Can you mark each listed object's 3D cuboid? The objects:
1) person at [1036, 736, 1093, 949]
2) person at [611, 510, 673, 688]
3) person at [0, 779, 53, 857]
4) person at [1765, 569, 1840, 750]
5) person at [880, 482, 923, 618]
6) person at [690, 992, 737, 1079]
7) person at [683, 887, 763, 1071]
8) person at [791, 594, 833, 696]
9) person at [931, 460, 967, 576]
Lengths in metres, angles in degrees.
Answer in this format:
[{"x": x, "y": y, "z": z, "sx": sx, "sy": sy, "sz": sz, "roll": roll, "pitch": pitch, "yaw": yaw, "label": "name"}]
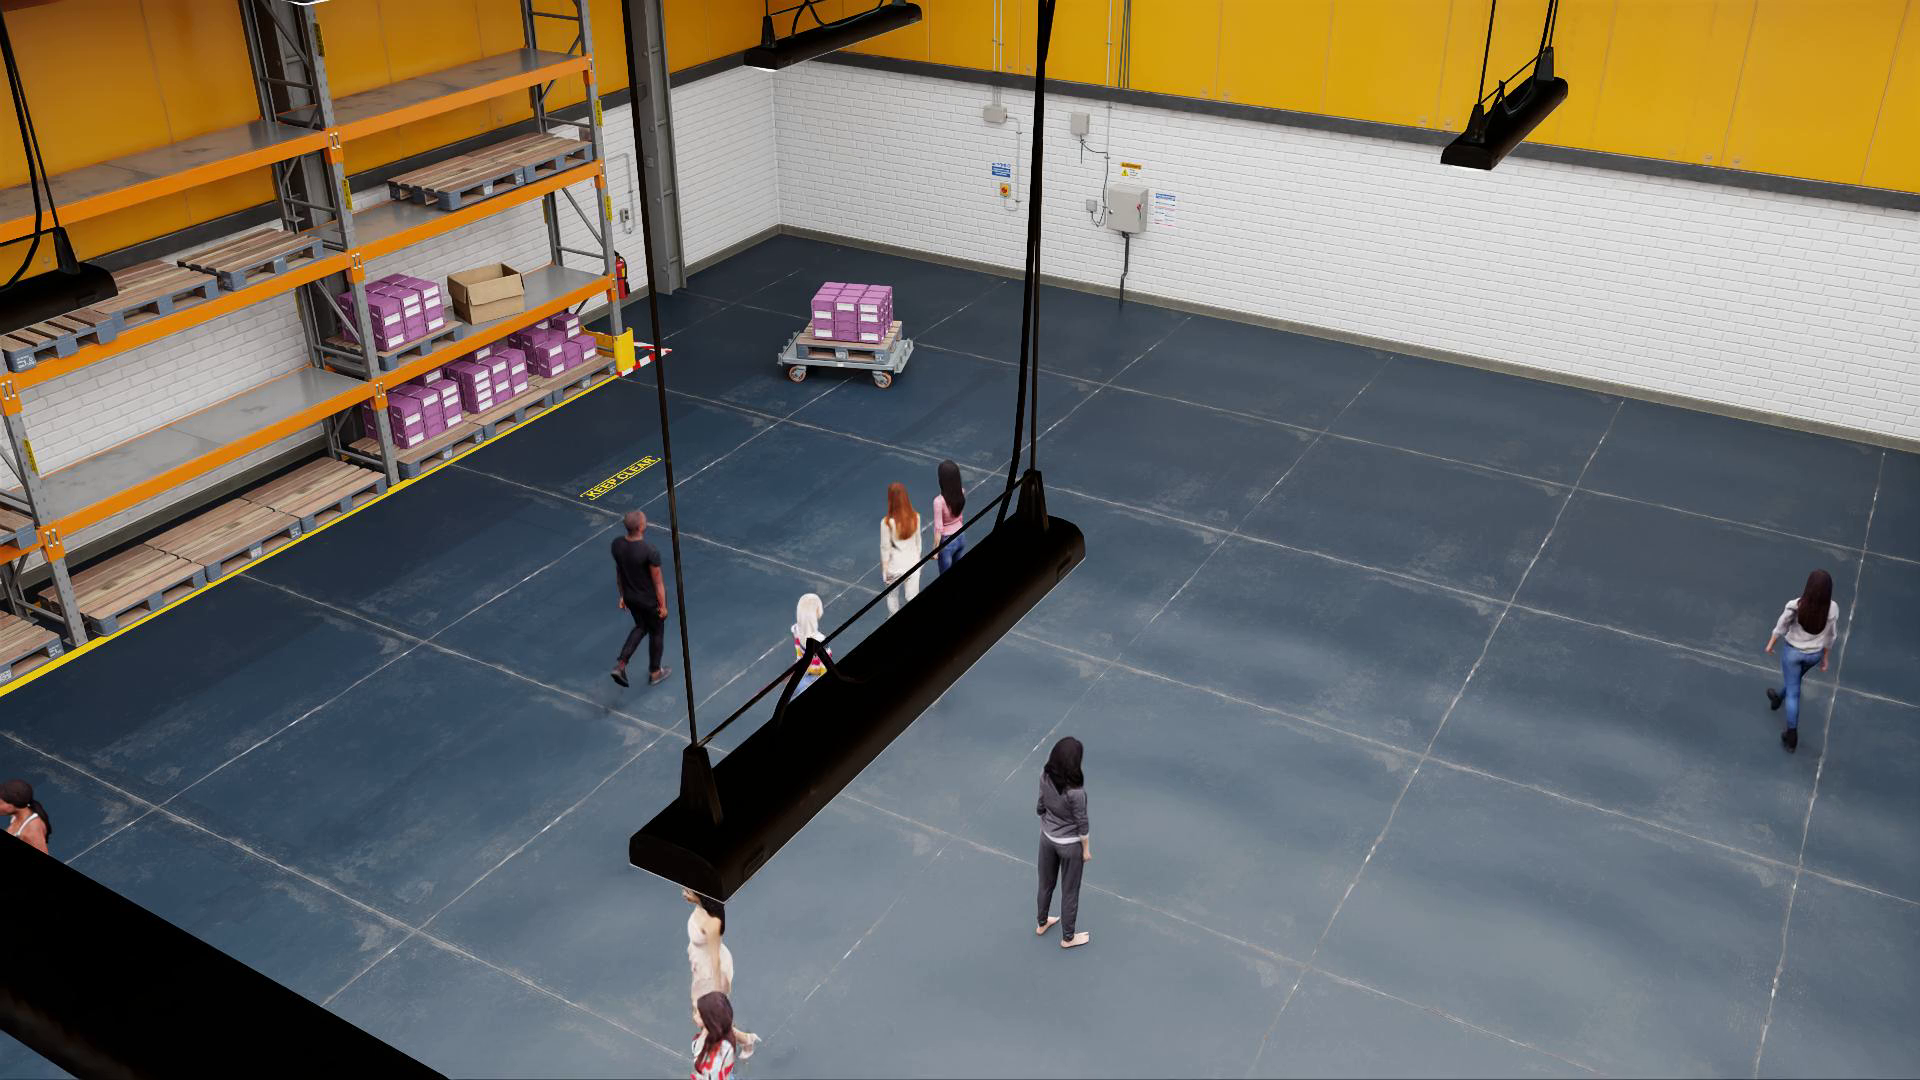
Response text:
[{"x": 0.741, "y": 2.188, "z": 12.099, "sx": 0.643, "sy": 1.764, "sz": 0.581, "roll": 24, "pitch": 36, "yaw": 36, "label": "person"}, {"x": -2.910, "y": 0.584, "z": 14.997, "sx": 0.688, "sy": 1.804, "sz": 0.918, "roll": 17, "pitch": 33, "yaw": 29, "label": "person"}, {"x": -6.436, "y": 2.400, "z": 11.720, "sx": 0.604, "sy": 1.755, "sz": 0.615, "roll": -24, "pitch": 37, "yaw": -37, "label": "person"}, {"x": 7.289, "y": 1.056, "z": 14.368, "sx": 0.914, "sy": 1.579, "sz": 1.133, "roll": 2, "pitch": 29, "yaw": 3, "label": "person"}, {"x": -0.508, "y": 0.298, "z": 15.654, "sx": 1.015, "sy": 1.678, "sz": 1.024, "roll": -11, "pitch": 31, "yaw": -20, "label": "person"}, {"x": -1.387, "y": 3.377, "z": 10.099, "sx": 1.025, "sy": 1.592, "sz": 0.985, "roll": -6, "pitch": 29, "yaw": -11, "label": "person"}, {"x": -1.544, "y": 2.838, "z": 10.946, "sx": 0.832, "sy": 1.726, "sz": 0.772, "roll": -6, "pitch": 29, "yaw": -11, "label": "person"}, {"x": -1.254, "y": 1.265, "z": 13.751, "sx": 0.824, "sy": 1.802, "sz": 0.788, "roll": -19, "pitch": 34, "yaw": -31, "label": "person"}, {"x": -0.097, "y": 0.020, "z": 16.098, "sx": 0.670, "sy": 1.742, "sz": 0.504, "roll": 23, "pitch": 36, "yaw": 35, "label": "person"}]
